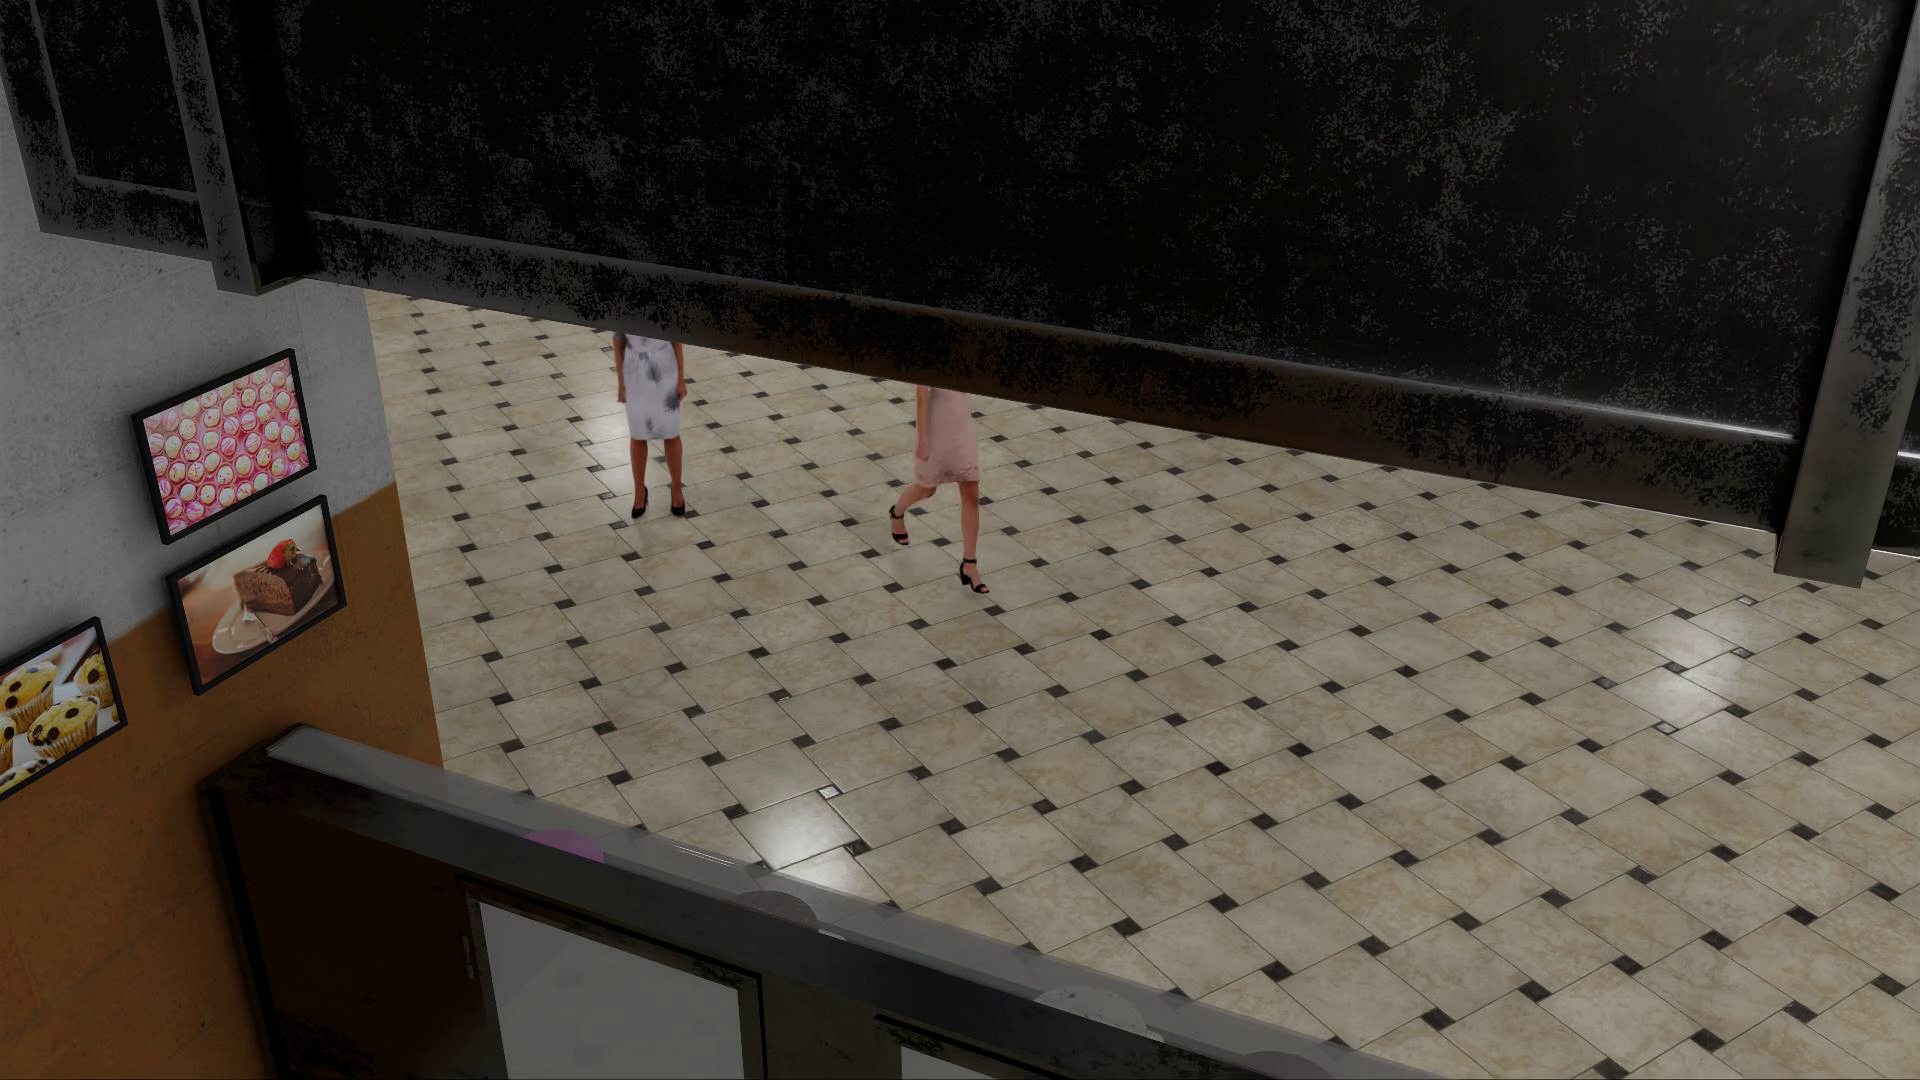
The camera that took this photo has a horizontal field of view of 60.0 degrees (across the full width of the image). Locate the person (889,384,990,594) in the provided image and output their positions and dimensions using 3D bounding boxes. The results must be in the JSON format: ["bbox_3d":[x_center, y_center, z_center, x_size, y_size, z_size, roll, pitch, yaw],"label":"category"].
[{"bbox_3d":[-0.151,-0.614,9.147,1.130,1.794,0.975,-19,33,-33],"label":"person"}]

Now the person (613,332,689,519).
[{"bbox_3d":[-1.839,-0.964,9.885,0.645,1.750,0.661,-3,27,-5],"label":"person"}]
